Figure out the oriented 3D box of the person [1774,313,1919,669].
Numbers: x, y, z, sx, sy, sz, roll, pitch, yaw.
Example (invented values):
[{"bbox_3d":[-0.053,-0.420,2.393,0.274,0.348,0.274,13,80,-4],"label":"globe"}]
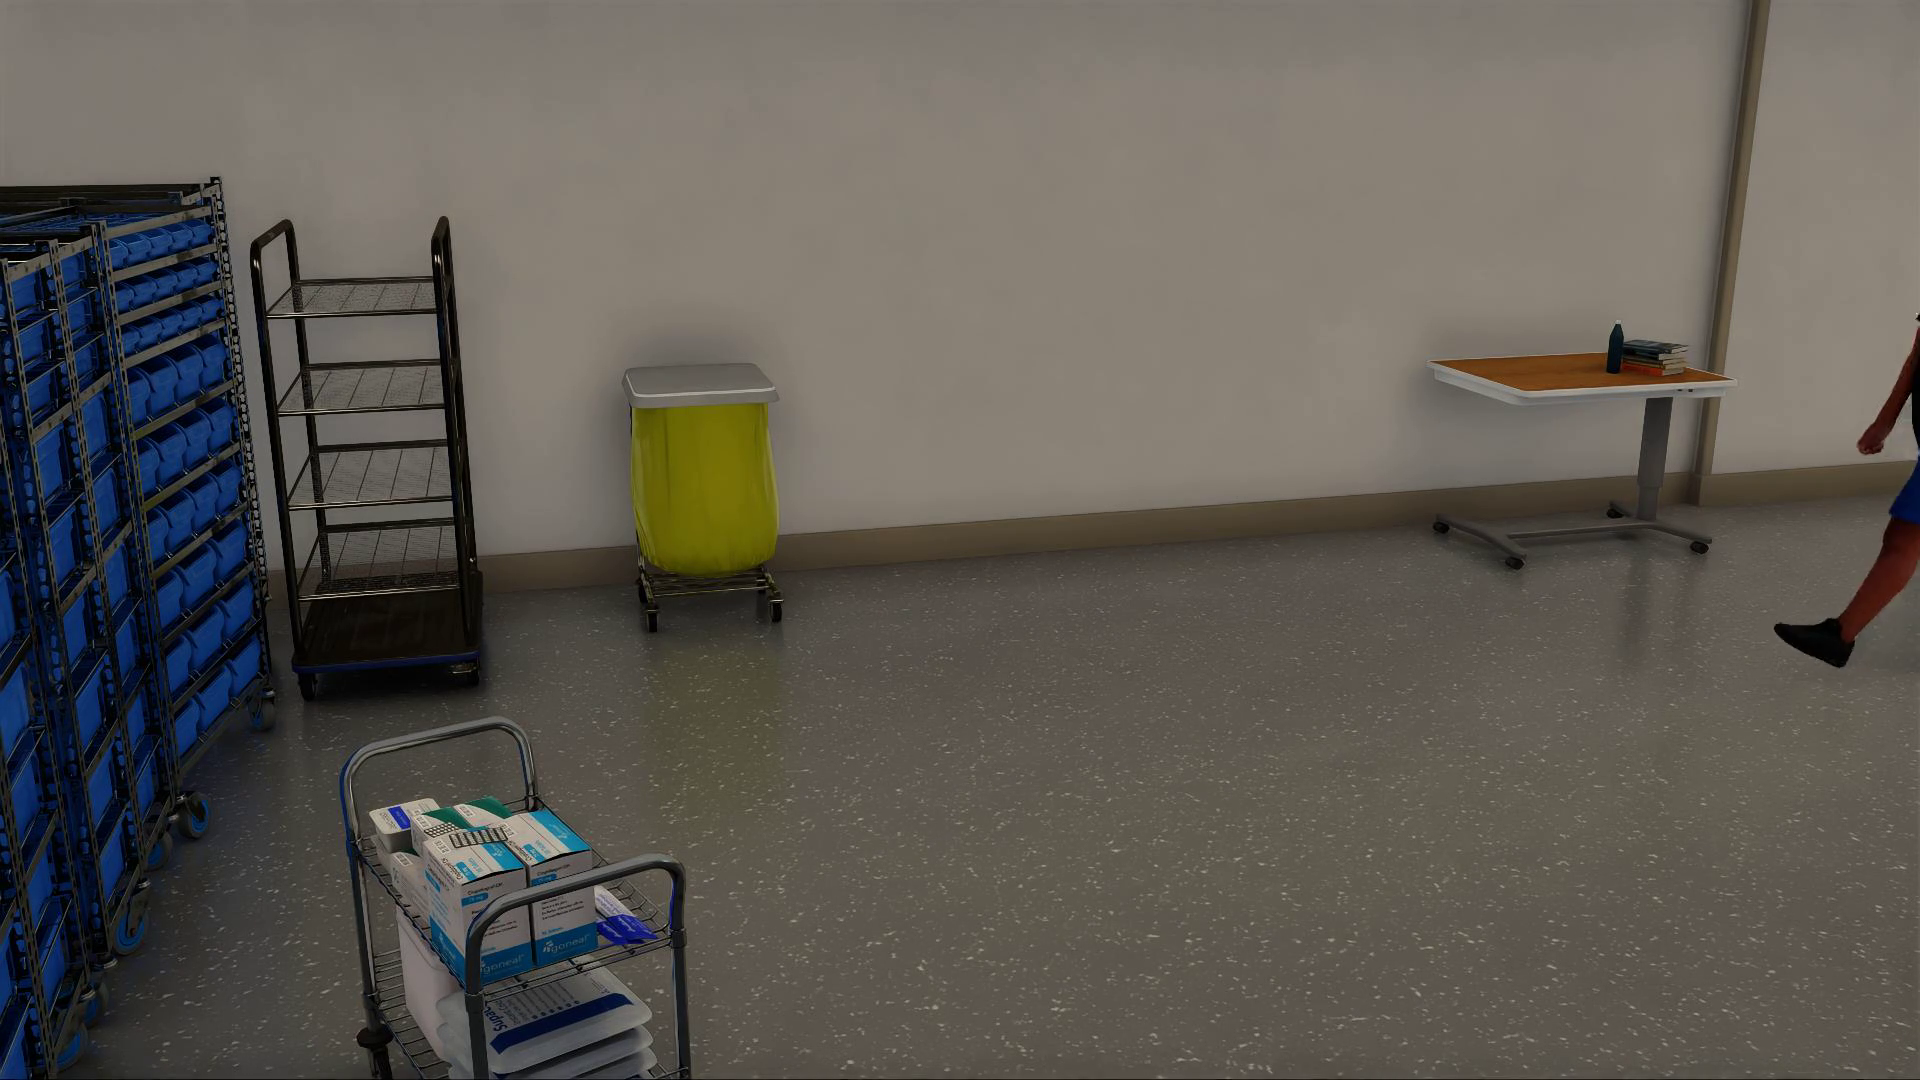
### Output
[{"bbox_3d":[3.564,-0.352,5.807,1.252,1.743,0.848,1,16,2],"label":"person"}]
